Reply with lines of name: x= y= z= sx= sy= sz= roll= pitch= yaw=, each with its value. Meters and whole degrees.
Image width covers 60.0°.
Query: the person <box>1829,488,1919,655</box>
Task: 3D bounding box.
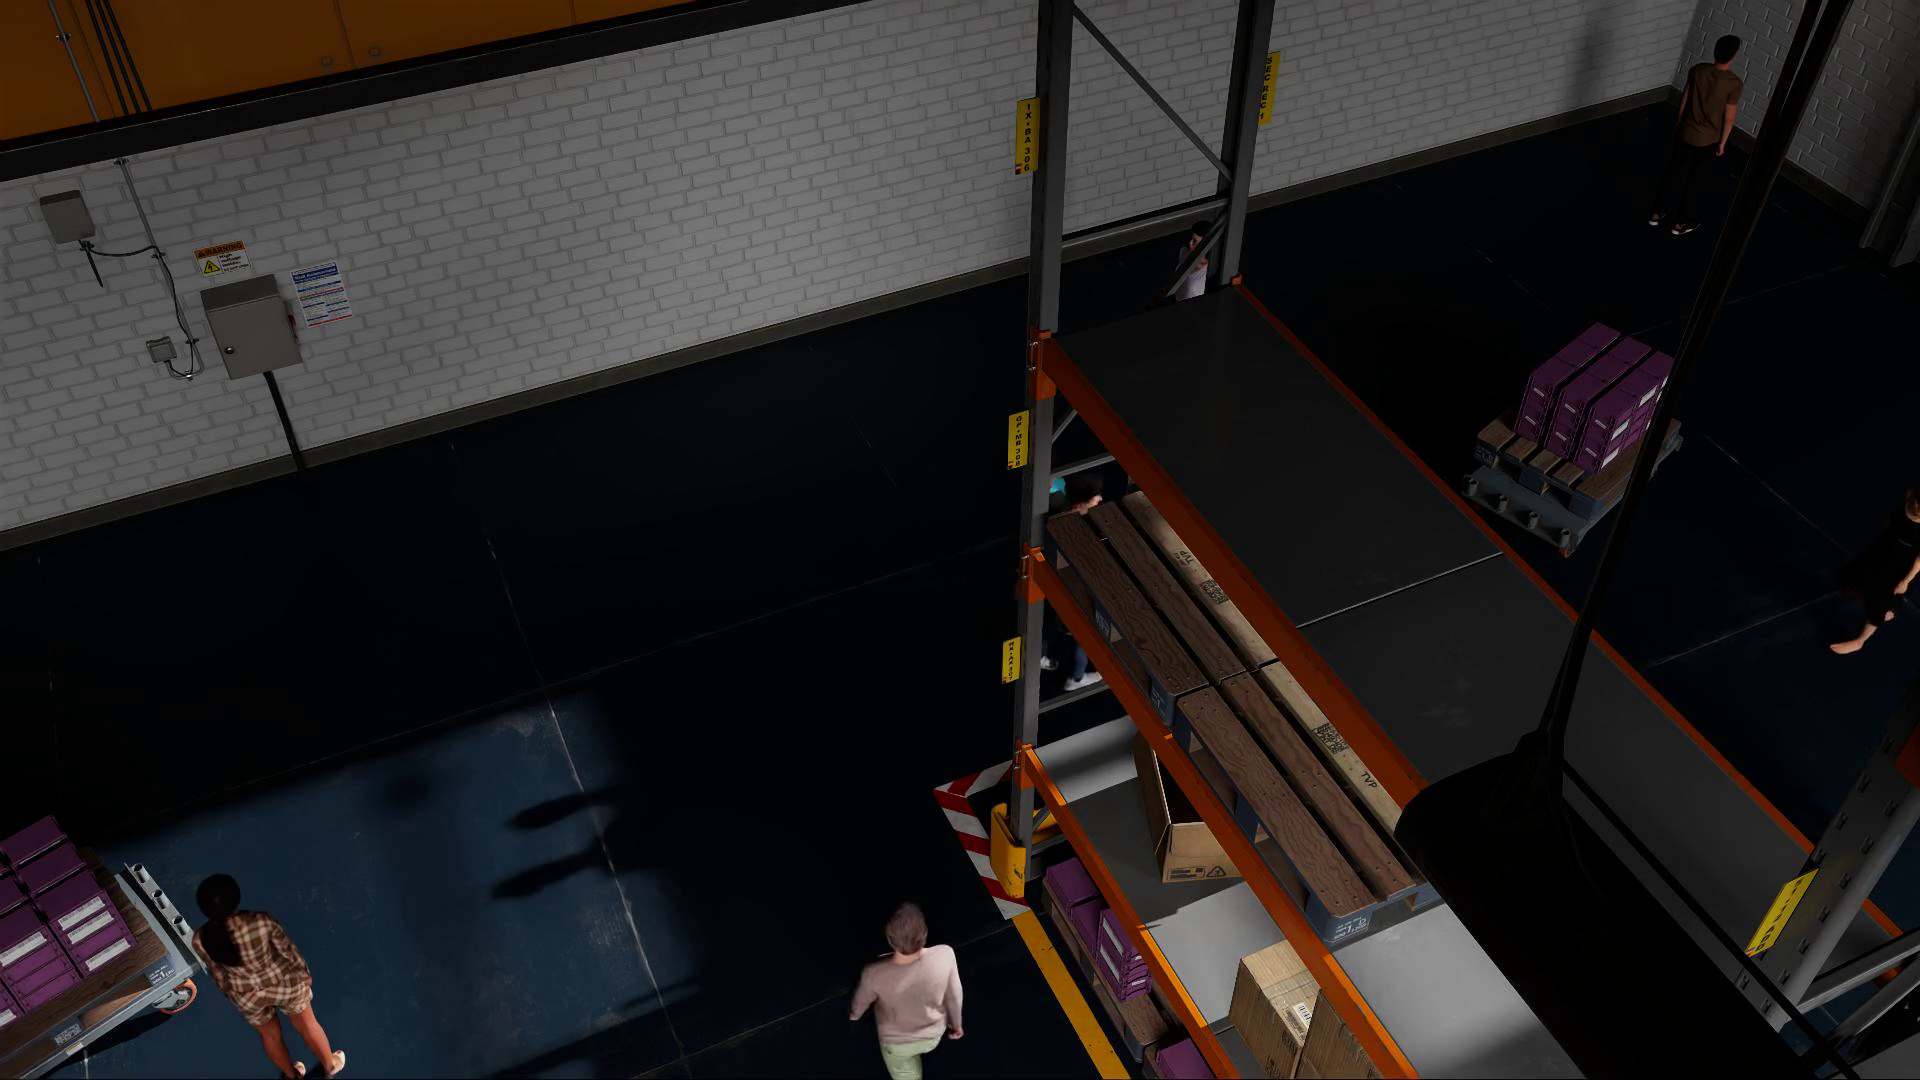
person: x=6.203 y=0.136 z=10.891 sx=0.757 sy=1.614 sz=0.742 roll=-5 pitch=44 yaw=-5

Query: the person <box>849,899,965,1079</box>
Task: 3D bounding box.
person: x=-0.212 y=2.513 z=8.237 sx=0.775 sy=1.833 sz=1.182 roll=-14 pitch=45 yaw=-14

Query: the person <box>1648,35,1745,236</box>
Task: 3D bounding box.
person: x=6.486 y=-3.566 z=14.606 sx=0.782 sy=1.850 sz=0.612 roll=-32 pitch=52 yaw=-29

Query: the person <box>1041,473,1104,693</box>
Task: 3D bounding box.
person: x=0.665 y=0.326 z=10.503 sx=0.790 sy=1.874 sz=0.733 roll=-16 pitch=46 yaw=-16

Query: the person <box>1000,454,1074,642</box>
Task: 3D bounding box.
person: x=0.668 y=0.121 z=10.822 sx=0.958 sy=1.731 sz=0.938 roll=11 pitch=45 yaw=11

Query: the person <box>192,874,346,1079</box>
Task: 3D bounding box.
person: x=-3.538 y=2.293 z=8.498 sx=0.626 sy=1.793 sz=0.600 roll=-10 pitch=44 yaw=-10

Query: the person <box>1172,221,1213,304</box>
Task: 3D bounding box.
person: x=1.799 y=-1.706 z=12.773 sx=0.709 sy=1.684 sz=0.534 roll=-28 pitch=50 yaw=-26
